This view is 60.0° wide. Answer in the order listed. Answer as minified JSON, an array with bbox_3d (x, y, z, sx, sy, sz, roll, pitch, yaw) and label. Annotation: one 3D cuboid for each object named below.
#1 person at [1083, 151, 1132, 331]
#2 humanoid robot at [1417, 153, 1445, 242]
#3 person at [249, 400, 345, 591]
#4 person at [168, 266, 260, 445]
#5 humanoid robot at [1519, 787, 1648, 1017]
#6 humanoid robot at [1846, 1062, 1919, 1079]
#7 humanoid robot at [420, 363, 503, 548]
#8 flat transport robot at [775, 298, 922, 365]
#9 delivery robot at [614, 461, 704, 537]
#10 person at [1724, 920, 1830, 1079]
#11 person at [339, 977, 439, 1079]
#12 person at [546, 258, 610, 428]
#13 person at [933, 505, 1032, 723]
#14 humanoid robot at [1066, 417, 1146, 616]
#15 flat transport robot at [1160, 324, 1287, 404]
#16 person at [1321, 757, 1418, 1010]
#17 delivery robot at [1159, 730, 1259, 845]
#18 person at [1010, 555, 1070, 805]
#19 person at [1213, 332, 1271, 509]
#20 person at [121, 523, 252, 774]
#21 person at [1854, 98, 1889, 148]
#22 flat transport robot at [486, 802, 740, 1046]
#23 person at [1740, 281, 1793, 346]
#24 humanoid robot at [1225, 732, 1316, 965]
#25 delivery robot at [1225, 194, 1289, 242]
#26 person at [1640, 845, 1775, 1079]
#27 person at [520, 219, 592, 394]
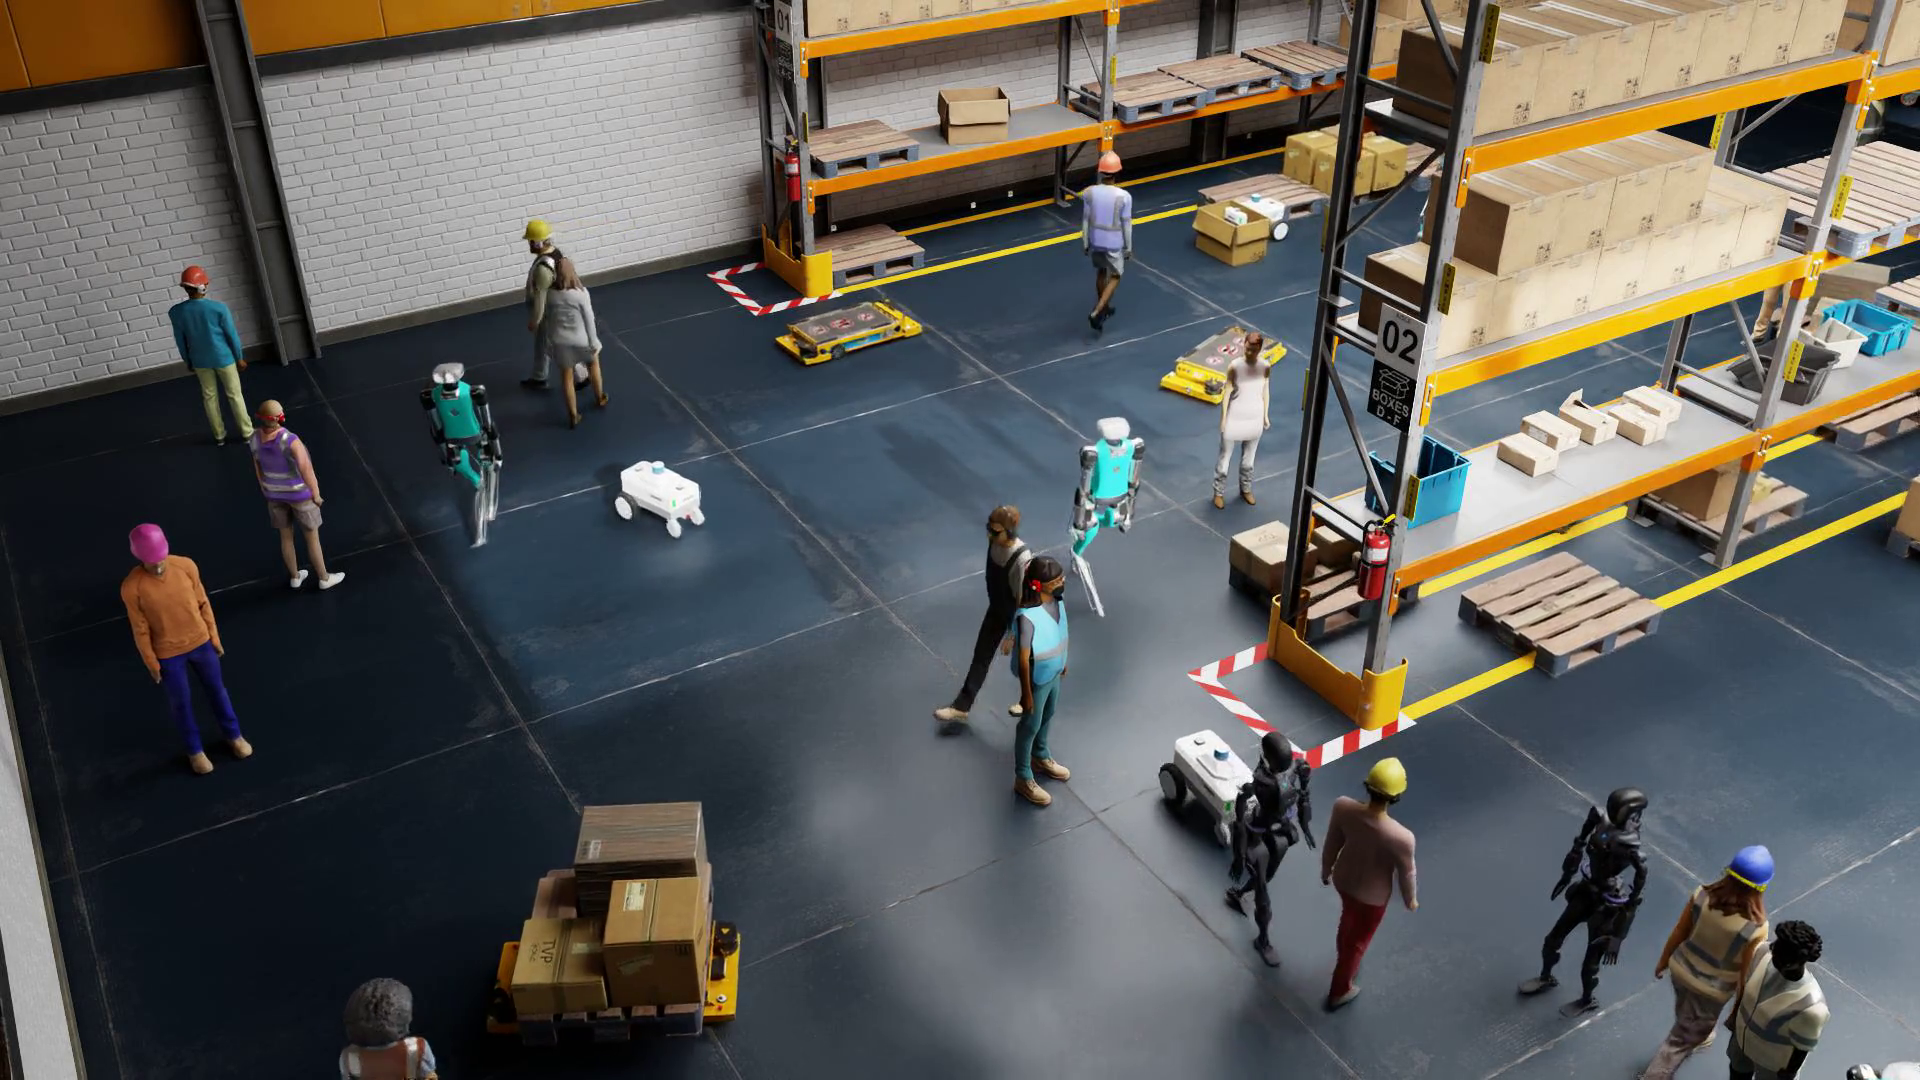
[{"bbox_3d":[1.527,-3.133,17.533,0.545,1.919,0.733,17,36,24],"label":"person"},{"bbox_3d":[5.431,-3.782,18.754,0.779,1.799,0.557,-23,39,-32],"label":"humanoid robot"},{"bbox_3d":[-5.348,-0.349,13.298,0.483,1.694,0.347,6,33,9],"label":"person"},{"bbox_3d":[-6.911,-1.701,15.406,0.560,1.743,0.334,-2,32,-4],"label":"person"},{"bbox_3d":[3.604,2.078,9.446,0.405,1.657,0.600,-9,33,-15],"label":"humanoid robot"},{"bbox_3d":[4.385,3.063,7.811,1.019,1.725,0.540,-7,33,-11],"label":"humanoid robot"},{"bbox_3d":[-4.092,-0.785,13.943,0.555,1.724,1.020,-3,32,-4],"label":"humanoid robot"},{"bbox_3d":[-1.179,-2.213,17.613,1.431,0.231,0.659,-20,37,-29],"label":"flat transport robot"},{"bbox_3d":[-2.615,-0.406,14.460,0.774,0.592,0.499,23,39,32],"label":"delivery robot"},{"bbox_3d":[4.157,2.607,8.589,0.320,1.693,0.534,-6,33,-10],"label":"person"},{"bbox_3d":[-2.765,2.841,8.239,0.454,1.673,0.482,-10,33,-15],"label":"person"},{"bbox_3d":[-3.678,-1.936,15.878,0.487,1.634,0.727,0,32,-1],"label":"person"},{"bbox_3d":[0.245,0.565,11.731,0.930,1.801,0.525,-18,36,-26],"label":"person"},{"bbox_3d":[1.027,-0.318,13.250,0.539,1.771,0.981,-11,34,-17],"label":"humanoid robot"},{"bbox_3d":[2.704,-1.806,16.964,0.659,0.231,1.431,22,38,31],"label":"flat transport robot"},{"bbox_3d":[2.390,1.947,9.584,0.637,1.748,0.544,-26,40,-35],"label":"person"},{"bbox_3d":[1.736,1.614,11.220,0.499,0.572,0.747,-14,35,-21],"label":"delivery robot"},{"bbox_3d":[0.538,0.908,11.132,0.382,1.865,0.538,17,36,26],"label":"person"},{"bbox_3d":[2.471,-1.049,14.447,0.451,1.657,0.289,-5,32,-8],"label":"person"},{"bbox_3d":[-5.308,0.723,11.333,0.516,1.975,0.403,-27,41,-36],"label":"person"},{"bbox_3d":[10.901,-4.730,20.150,0.562,1.837,0.390,-19,37,-28],"label":"person"},{"bbox_3d":[-2.052,2.603,9.933,1.431,0.231,0.659,-2,32,-3],"label":"flat transport robot"},{"bbox_3d":[8.489,-2.753,17.076,0.323,1.751,0.560,-20,37,-28],"label":"person"},{"bbox_3d":[1.859,1.768,9.995,0.605,1.651,0.658,-10,34,-16],"label":"humanoid robot"},{"bbox_3d":[3.557,-3.857,19.964,0.763,0.592,0.513,-17,36,-24],"label":"delivery robot"},{"bbox_3d":[3.982,2.375,8.941,0.982,1.709,0.485,-19,37,-27],"label":"person"},{"bbox_3d":[-4.019,-2.263,16.244,0.772,1.803,0.596,-2,32,-3],"label":"person"}]
